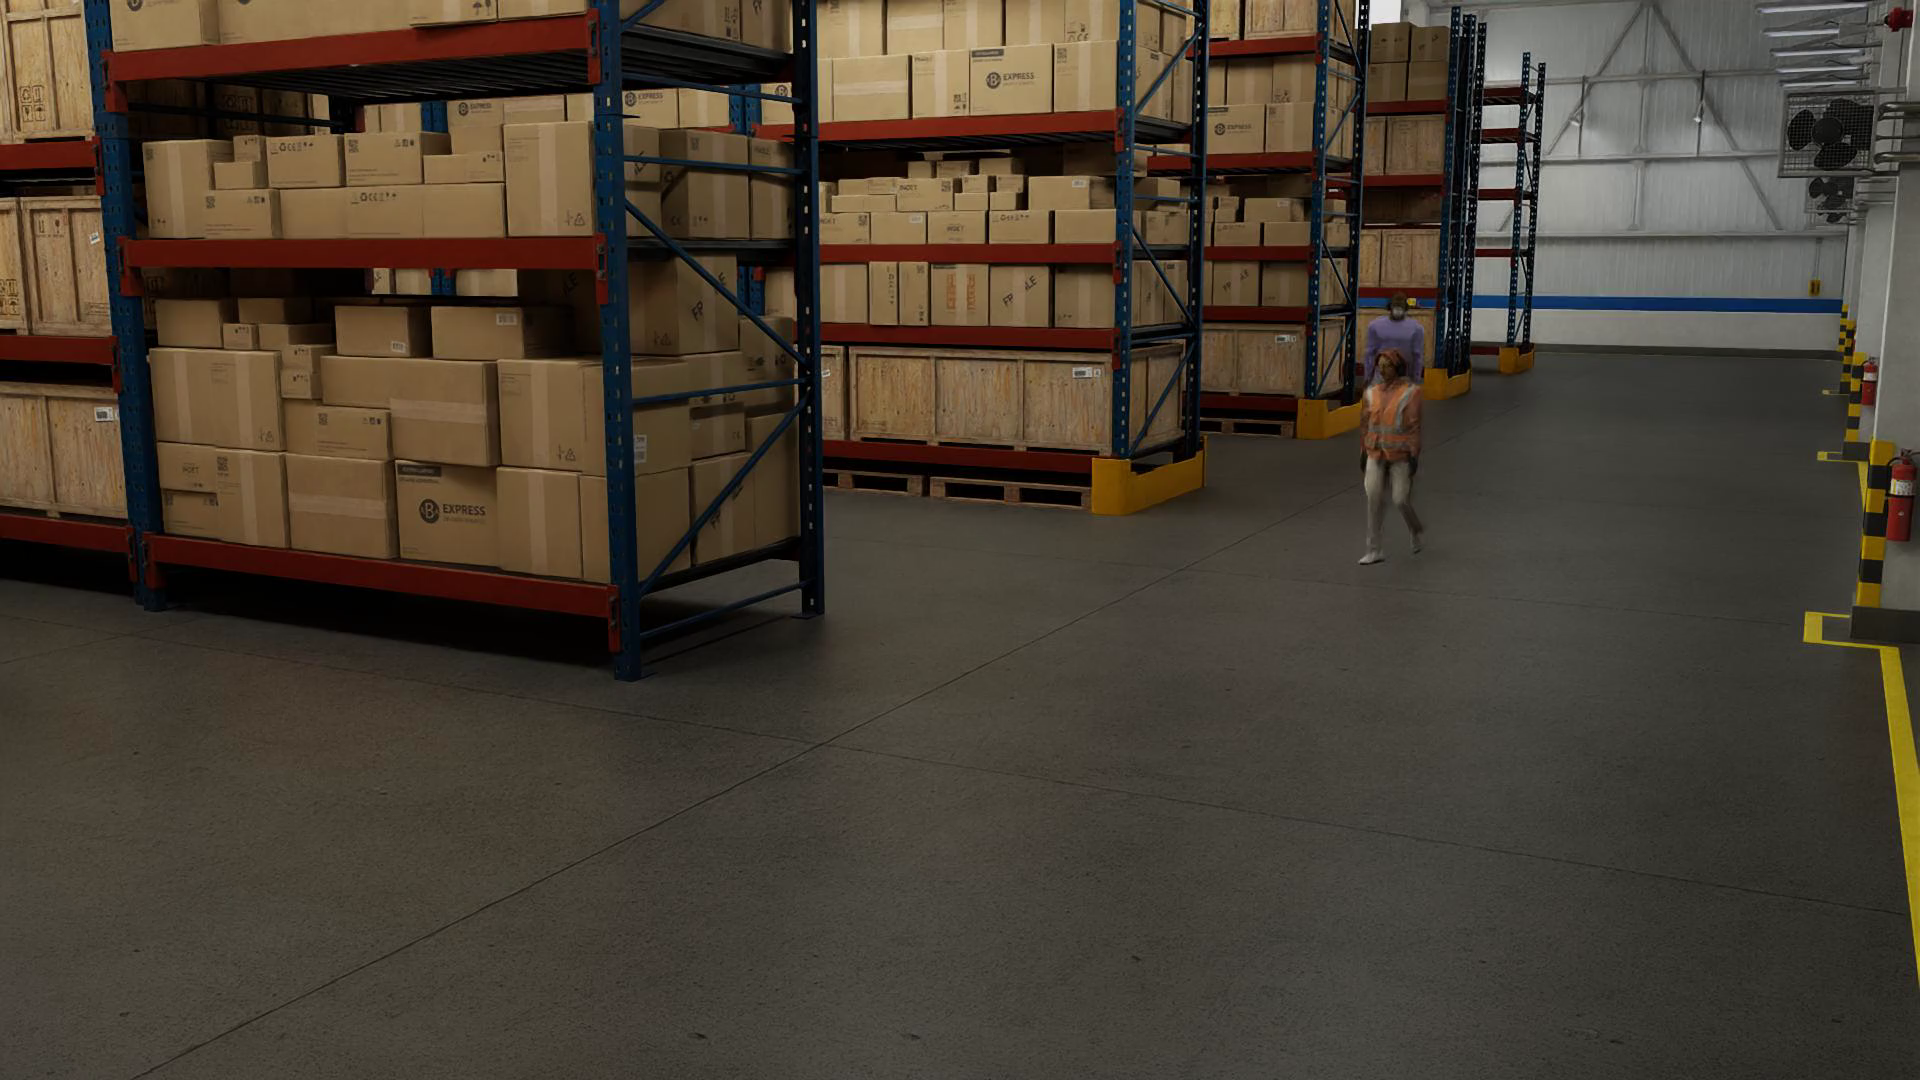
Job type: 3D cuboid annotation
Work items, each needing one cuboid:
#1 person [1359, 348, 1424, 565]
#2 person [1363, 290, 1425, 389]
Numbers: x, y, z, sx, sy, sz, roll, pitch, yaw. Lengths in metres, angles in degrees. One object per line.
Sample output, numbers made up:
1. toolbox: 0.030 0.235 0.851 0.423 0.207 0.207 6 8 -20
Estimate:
1. person: 3.252 -0.632 12.514 0.530 1.623 0.549 9 13 43
2. person: 4.807 -1.803 18.443 0.648 1.927 0.580 4 11 21
